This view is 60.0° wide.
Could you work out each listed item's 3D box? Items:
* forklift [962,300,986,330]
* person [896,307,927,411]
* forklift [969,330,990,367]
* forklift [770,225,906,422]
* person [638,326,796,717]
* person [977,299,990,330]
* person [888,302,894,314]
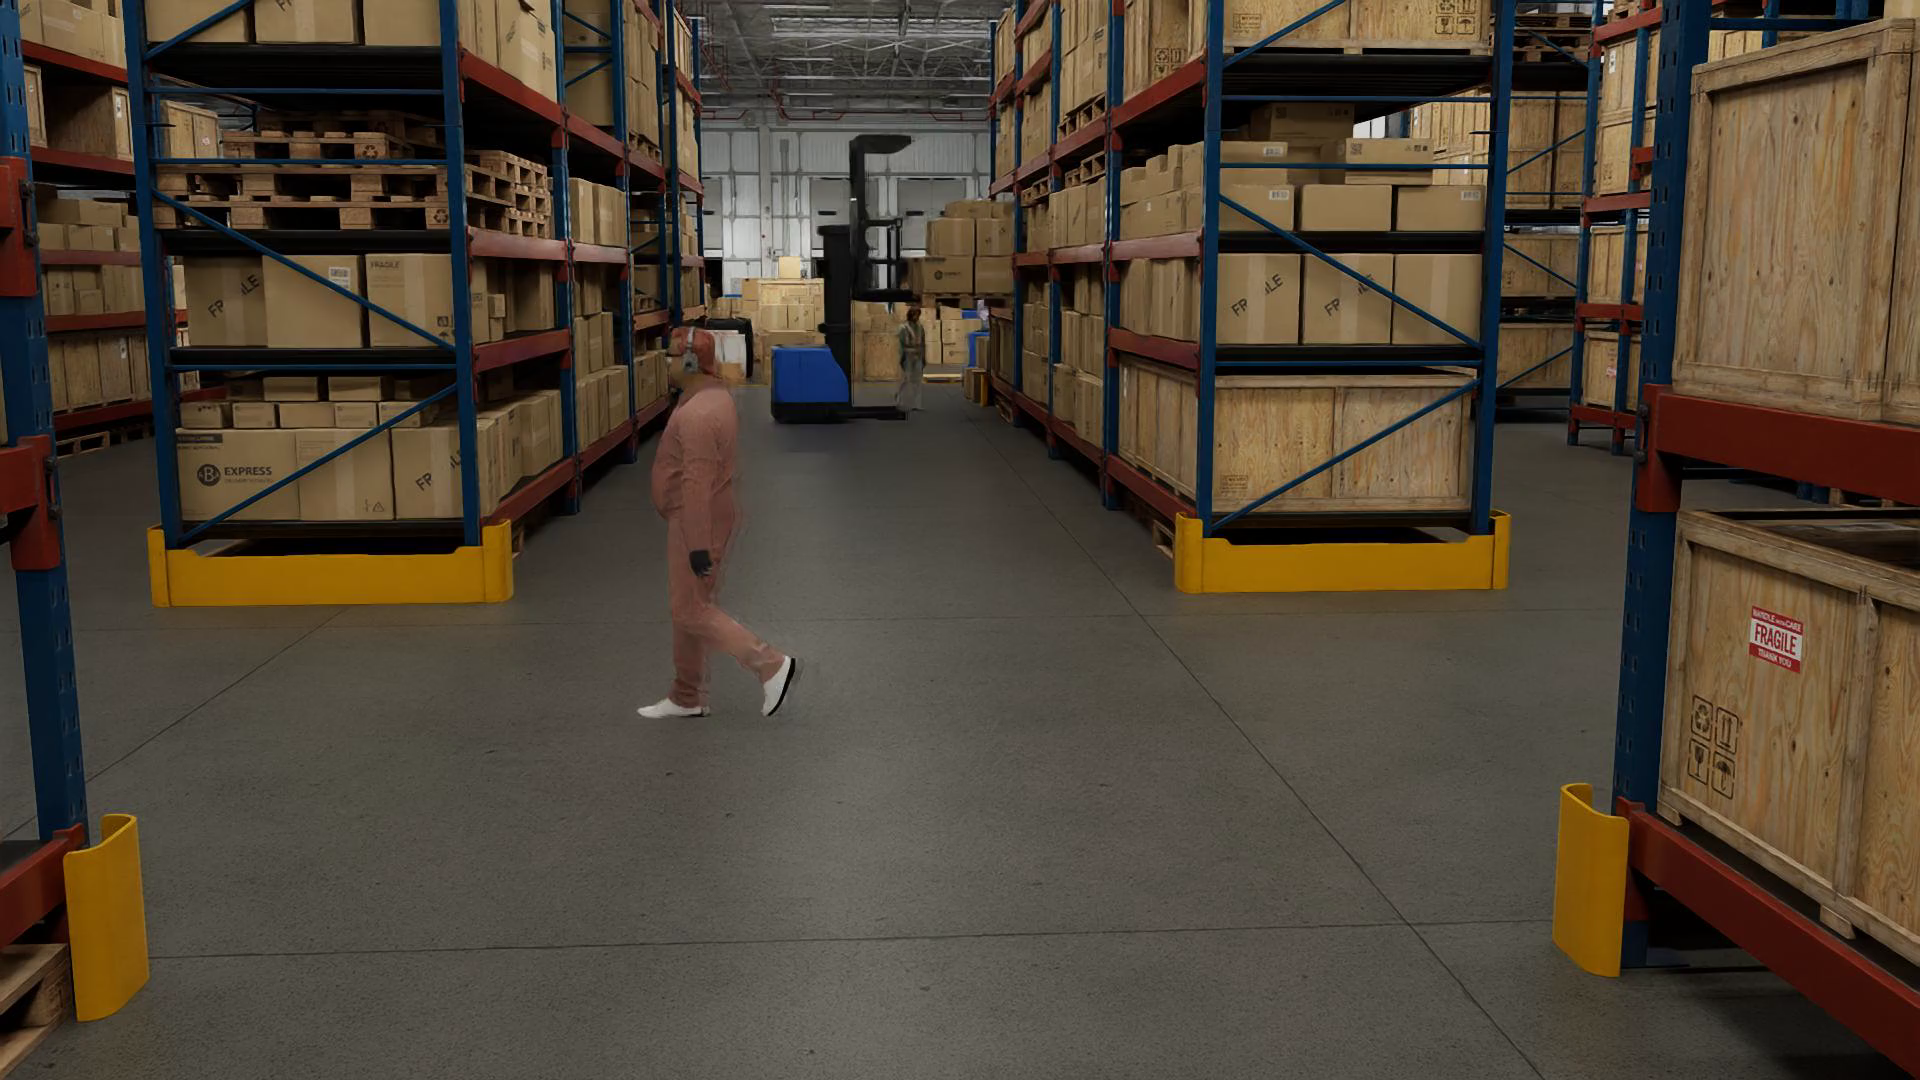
[{"bbox_3d":[0.497,-7.082,48.799,1.129,2.768,1.873,-1,9,-4],"label":"forklift"},{"bbox_3d":[-0.759,-2.835,26.024,0.538,1.623,0.463,-8,12,-40],"label":"person"},{"bbox_3d":[1.191,-4.150,30.388,1.873,2.768,1.129,-5,10,-28],"label":"forklift"},{"bbox_3d":[-1.796,-3.139,24.037,1.873,2.768,1.129,-2,9,-10],"label":"forklift"},{"bbox_3d":[-1.164,-0.058,7.814,0.709,1.887,0.650,0,9,1],"label":"person"},{"bbox_3d":[0.725,-6.280,46.784,0.546,1.923,0.393,-3,10,-18],"label":"person"},{"bbox_3d":[-1.934,-7.136,52.126,0.640,1.932,0.370,0,9,-3],"label":"person"}]
